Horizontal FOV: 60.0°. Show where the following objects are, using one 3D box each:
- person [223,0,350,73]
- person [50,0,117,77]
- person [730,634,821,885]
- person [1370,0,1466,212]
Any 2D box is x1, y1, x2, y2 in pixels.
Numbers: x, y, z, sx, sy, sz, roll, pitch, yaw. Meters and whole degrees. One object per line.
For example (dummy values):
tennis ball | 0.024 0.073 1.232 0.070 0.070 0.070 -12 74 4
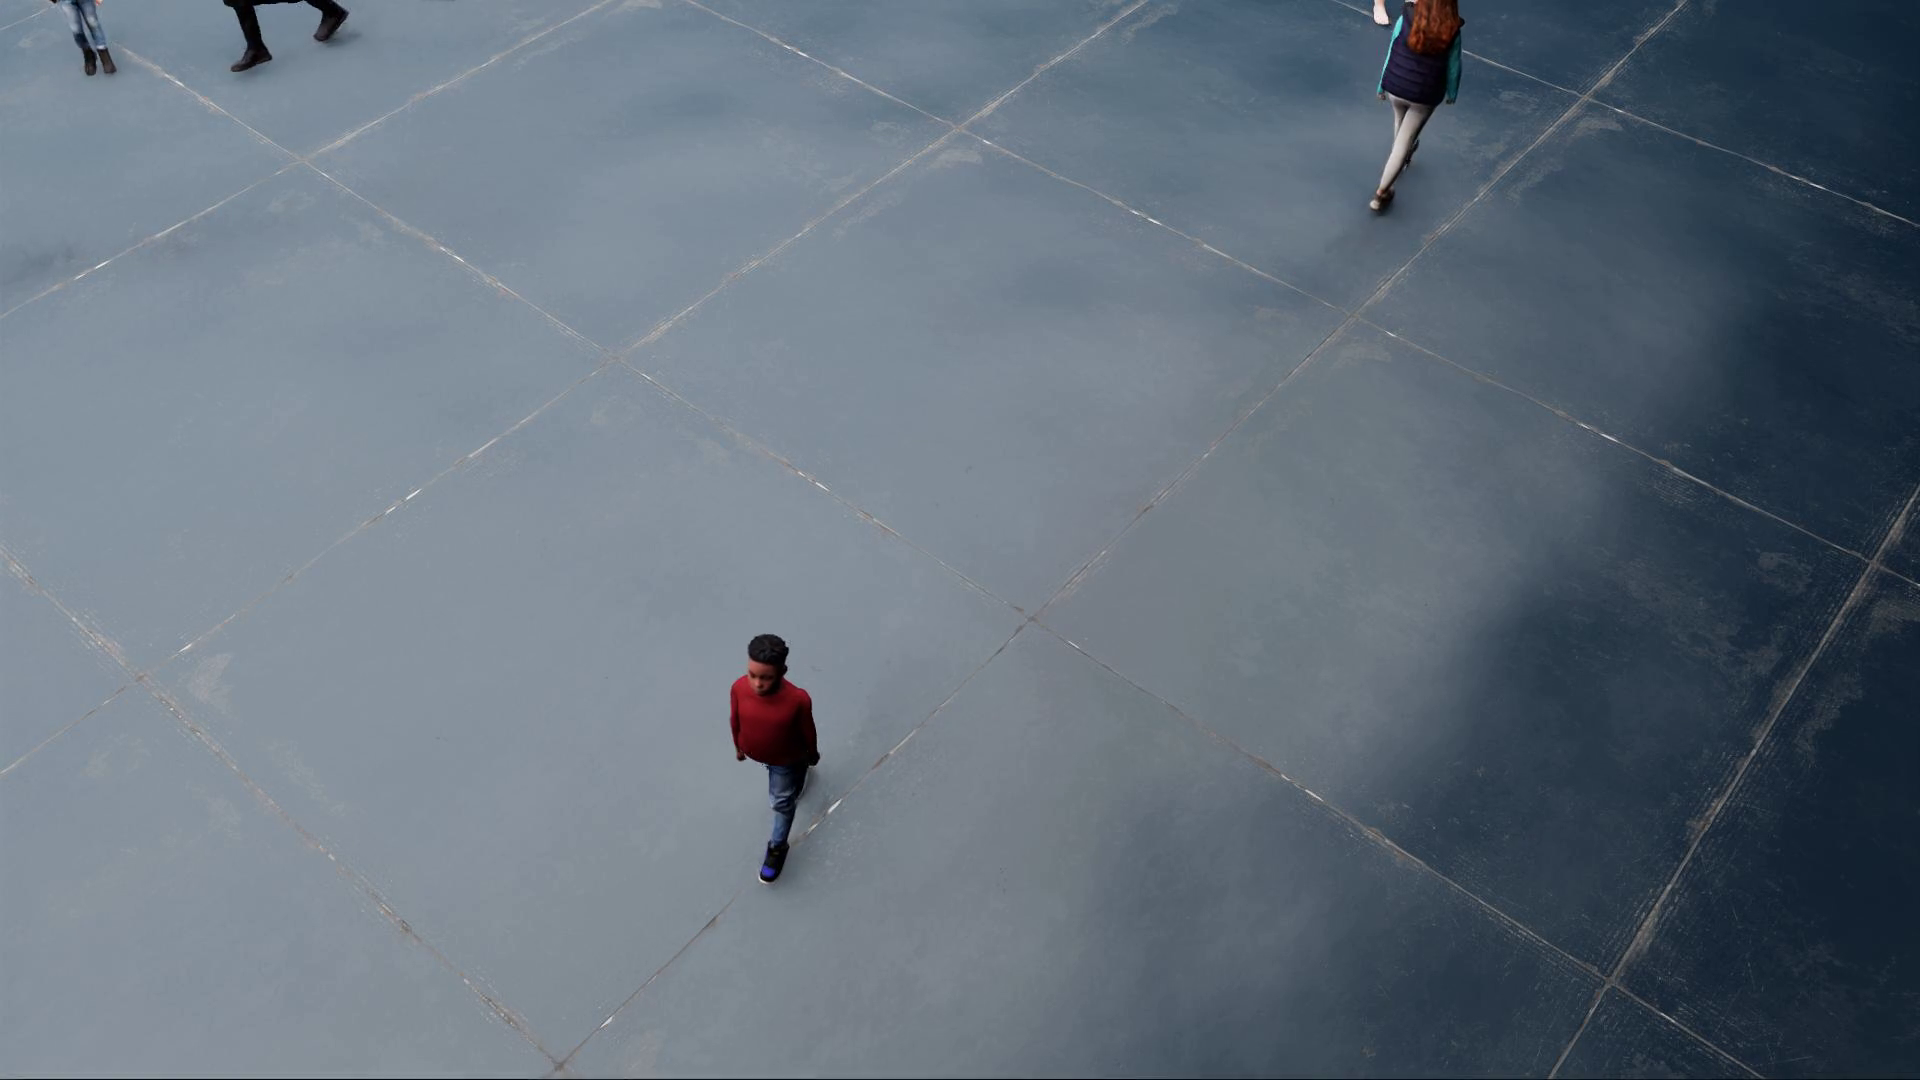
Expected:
person | -4.585 -3.997 10.920 1.122 1.795 0.657 -36 57 -28
person | -5.893 -3.681 11.043 0.509 1.185 0.608 -18 50 -16
person | -0.745 0.788 6.870 0.692 1.245 0.935 15 49 14
person | 2.667 -2.627 9.882 0.613 1.459 0.920 28 53 24
